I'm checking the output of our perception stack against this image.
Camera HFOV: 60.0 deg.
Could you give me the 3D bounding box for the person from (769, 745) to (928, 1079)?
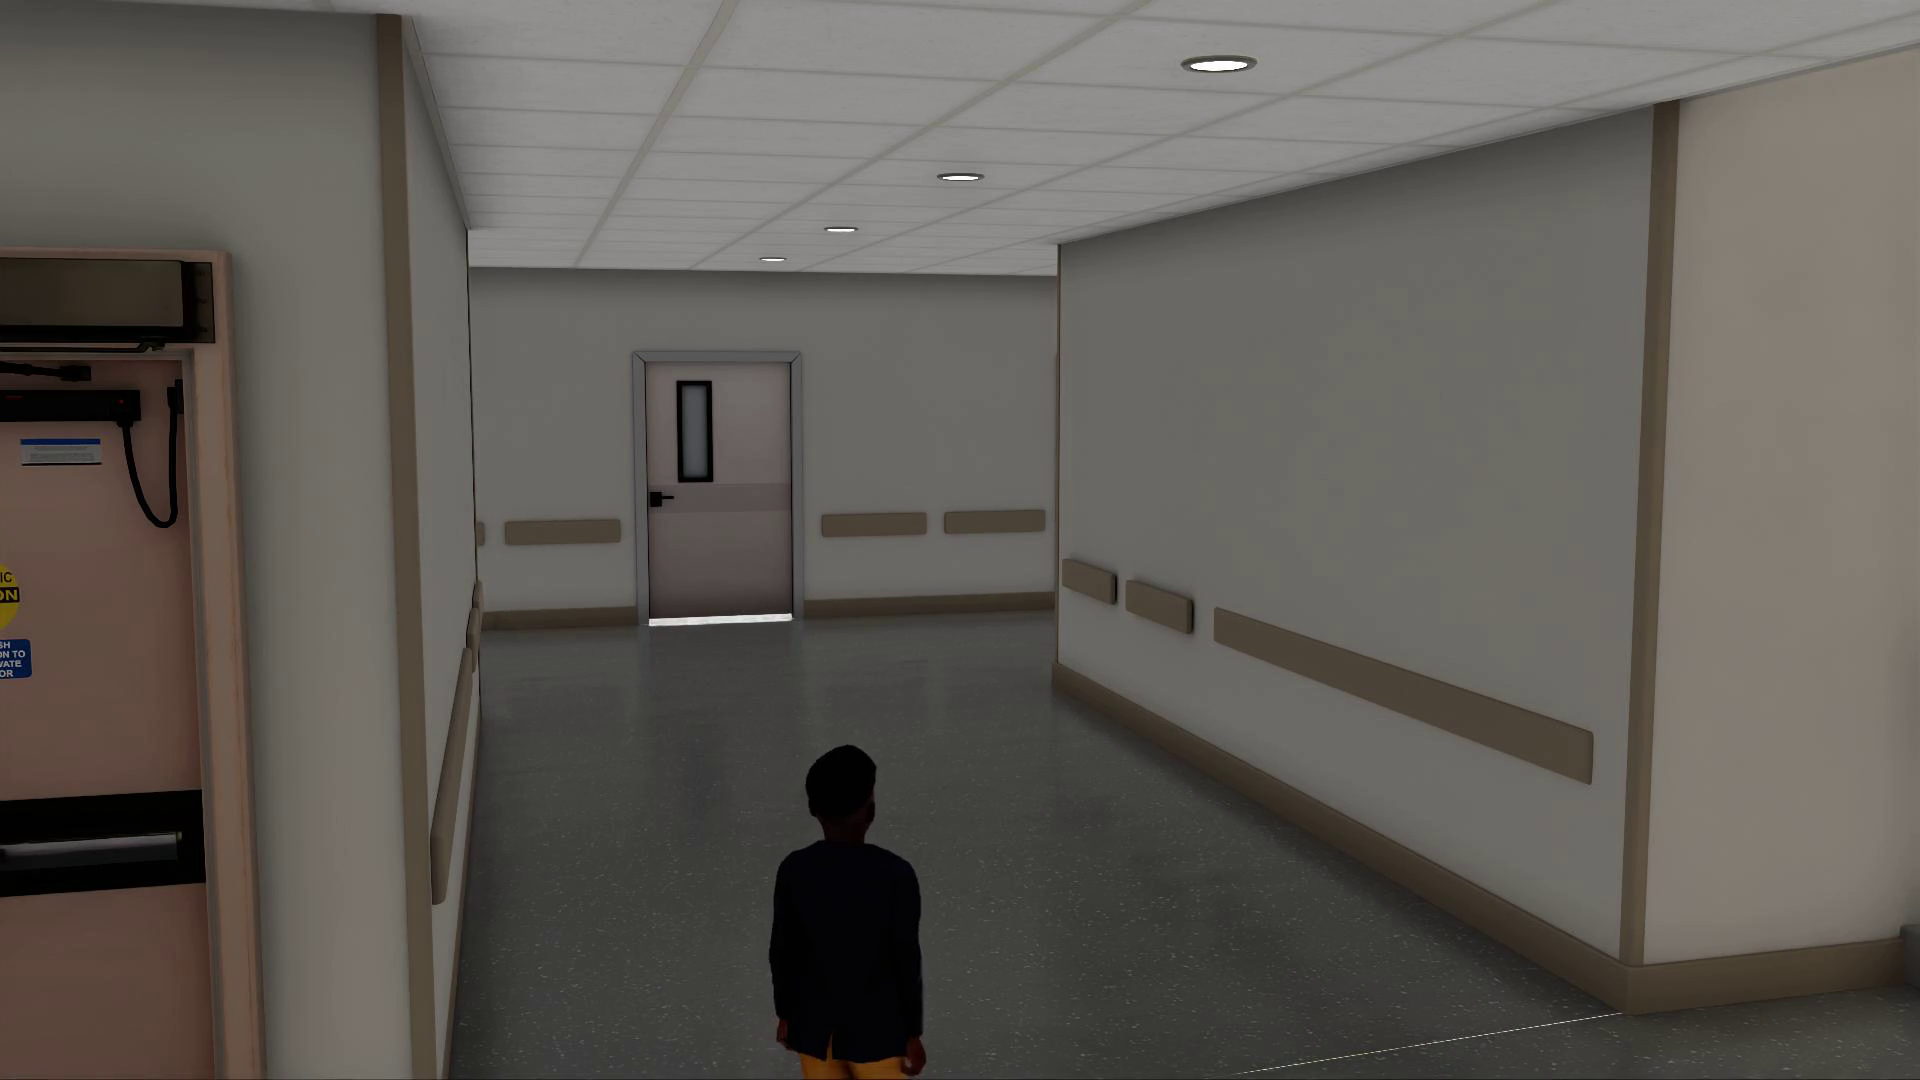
[{"bbox_3d":[-0.268,1.117,3.841,0.563,1.265,0.669,1,6,8],"label":"person"}]
